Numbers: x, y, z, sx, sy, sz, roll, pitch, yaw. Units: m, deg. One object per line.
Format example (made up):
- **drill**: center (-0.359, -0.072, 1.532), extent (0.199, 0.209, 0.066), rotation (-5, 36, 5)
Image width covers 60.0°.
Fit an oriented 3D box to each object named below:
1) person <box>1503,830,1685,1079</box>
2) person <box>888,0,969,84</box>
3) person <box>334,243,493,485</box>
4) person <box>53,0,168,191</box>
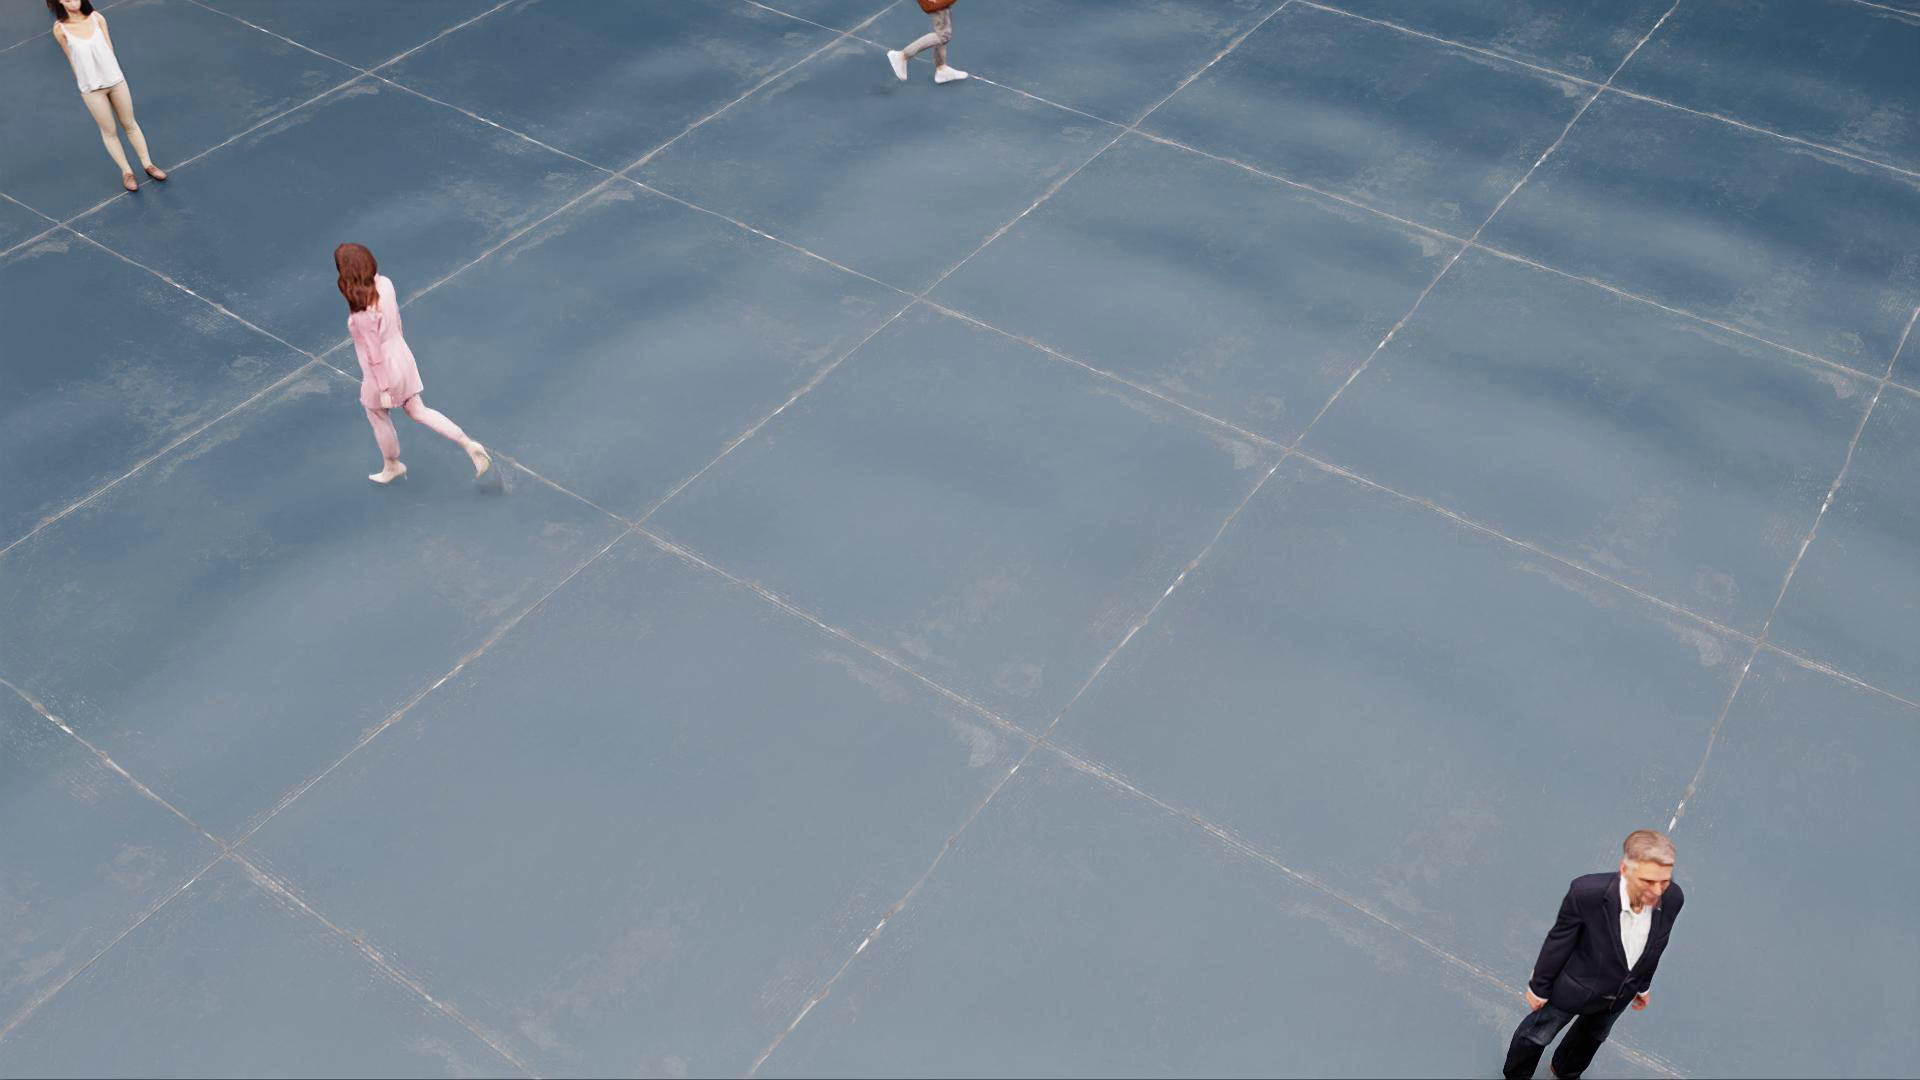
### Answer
- **person**: center (2.651, 1.816, 6.942), extent (0.744, 1.816, 0.832), rotation (-2, 43, -2)
- **person**: center (-0.285, -4.626, 13.834), extent (1.081, 1.825, 0.997), rotation (-3, 43, -3)
- **person**: center (-3.331, -0.990, 9.977), extent (1.174, 1.776, 0.954), rotation (5, 43, 5)
- **person**: center (-6.606, -3.521, 12.777), extent (0.568, 1.653, 0.630), rotation (26, 49, 25)
